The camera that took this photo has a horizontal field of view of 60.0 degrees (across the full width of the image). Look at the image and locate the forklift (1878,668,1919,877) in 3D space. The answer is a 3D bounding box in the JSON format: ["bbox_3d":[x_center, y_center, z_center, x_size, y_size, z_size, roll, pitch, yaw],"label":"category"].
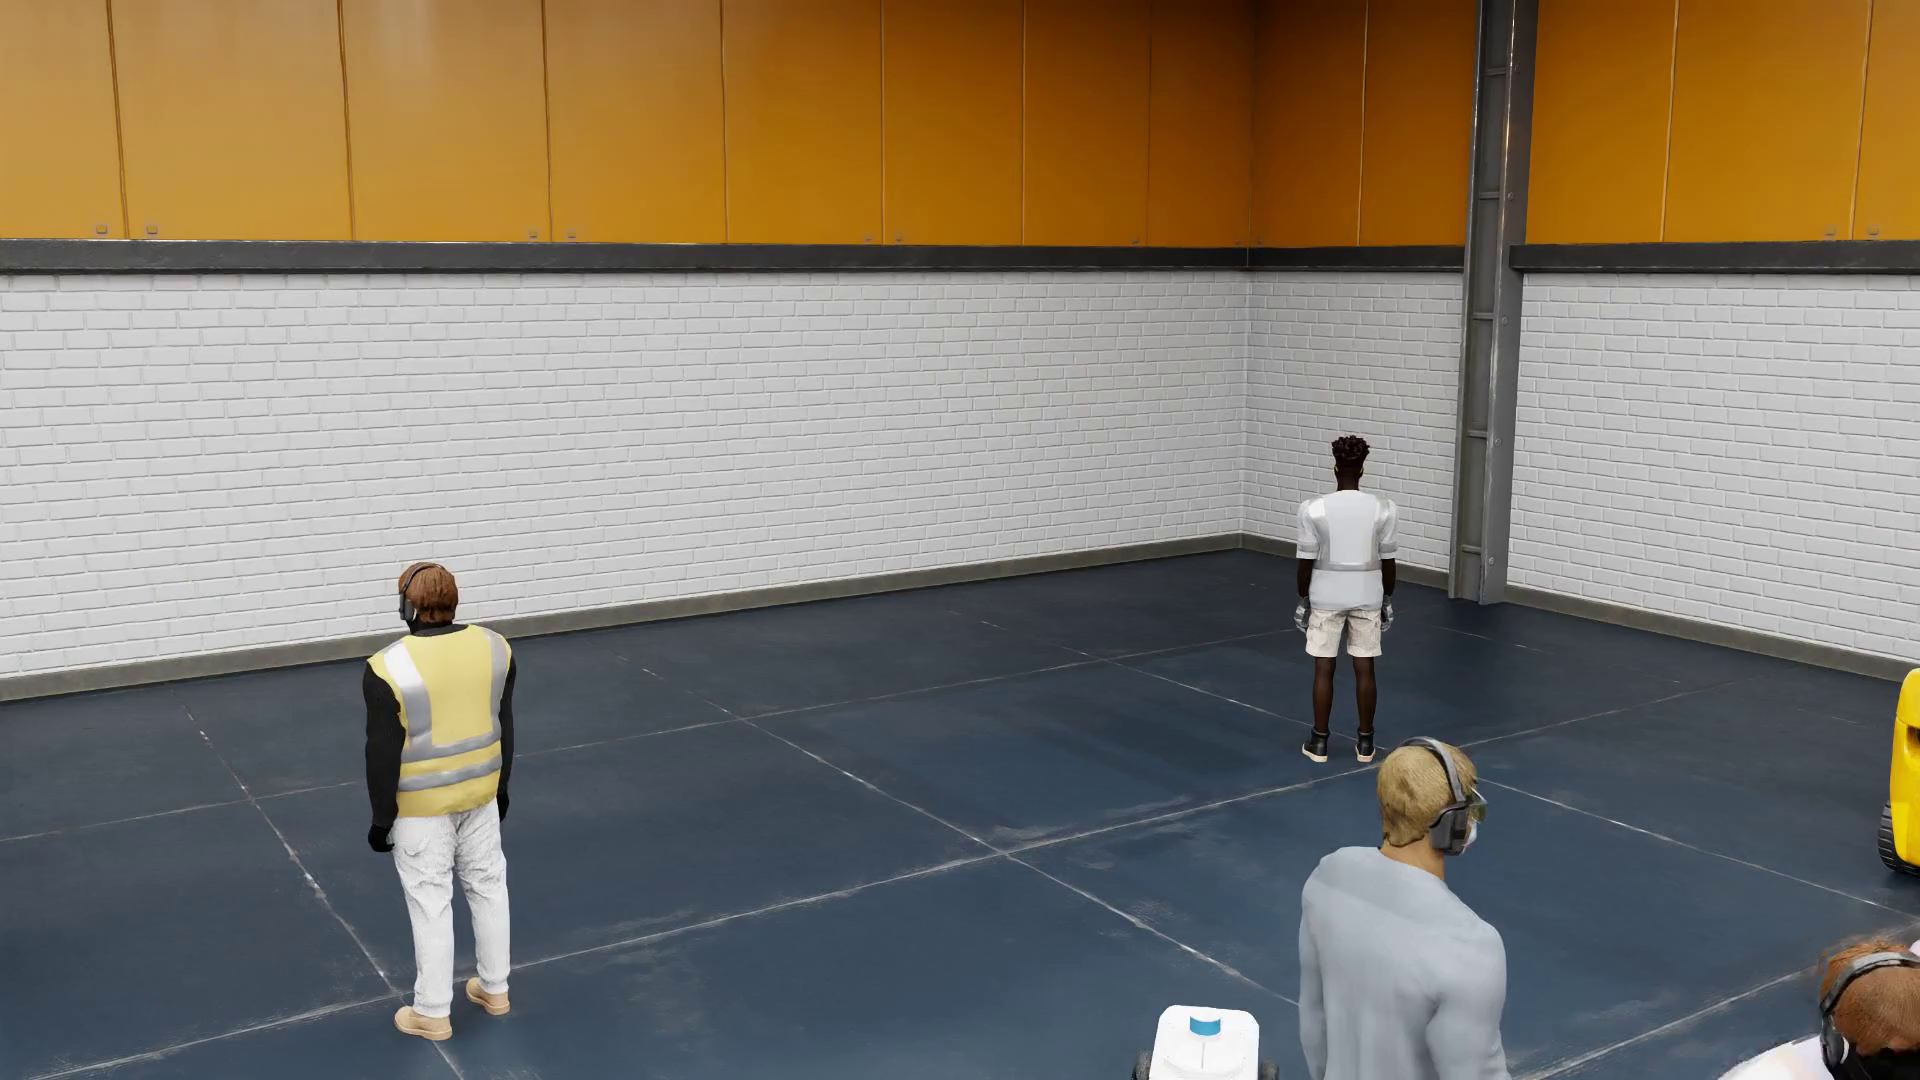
[{"bbox_3d":[5.511,0.571,7.906,2.313,2.155,1.214,-6,11,-33],"label":"forklift"}]

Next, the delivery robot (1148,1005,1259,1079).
[{"bbox_3d":[0.790,1.760,5.388,0.477,0.478,0.707,2,10,11],"label":"delivery robot"}]

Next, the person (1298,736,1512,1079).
[{"bbox_3d":[1.006,1.387,3.758,0.362,1.938,0.635,-4,10,-22],"label":"person"}]

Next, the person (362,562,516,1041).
[{"bbox_3d":[-2.005,0.995,6.410,0.430,1.844,0.624,8,12,40],"label":"person"}]

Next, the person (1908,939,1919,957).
[{"bbox_3d":[3.865,1.058,5.992,0.650,1.862,0.980,-6,11,-33],"label":"person"}]

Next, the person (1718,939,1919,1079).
[{"bbox_3d":[1.630,1.584,3.030,0.692,1.786,0.884,-3,10,-16],"label":"person"}]

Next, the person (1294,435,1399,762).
[{"bbox_3d":[2.289,0.354,9.898,0.607,1.966,0.367,0,9,2],"label":"person"}]
